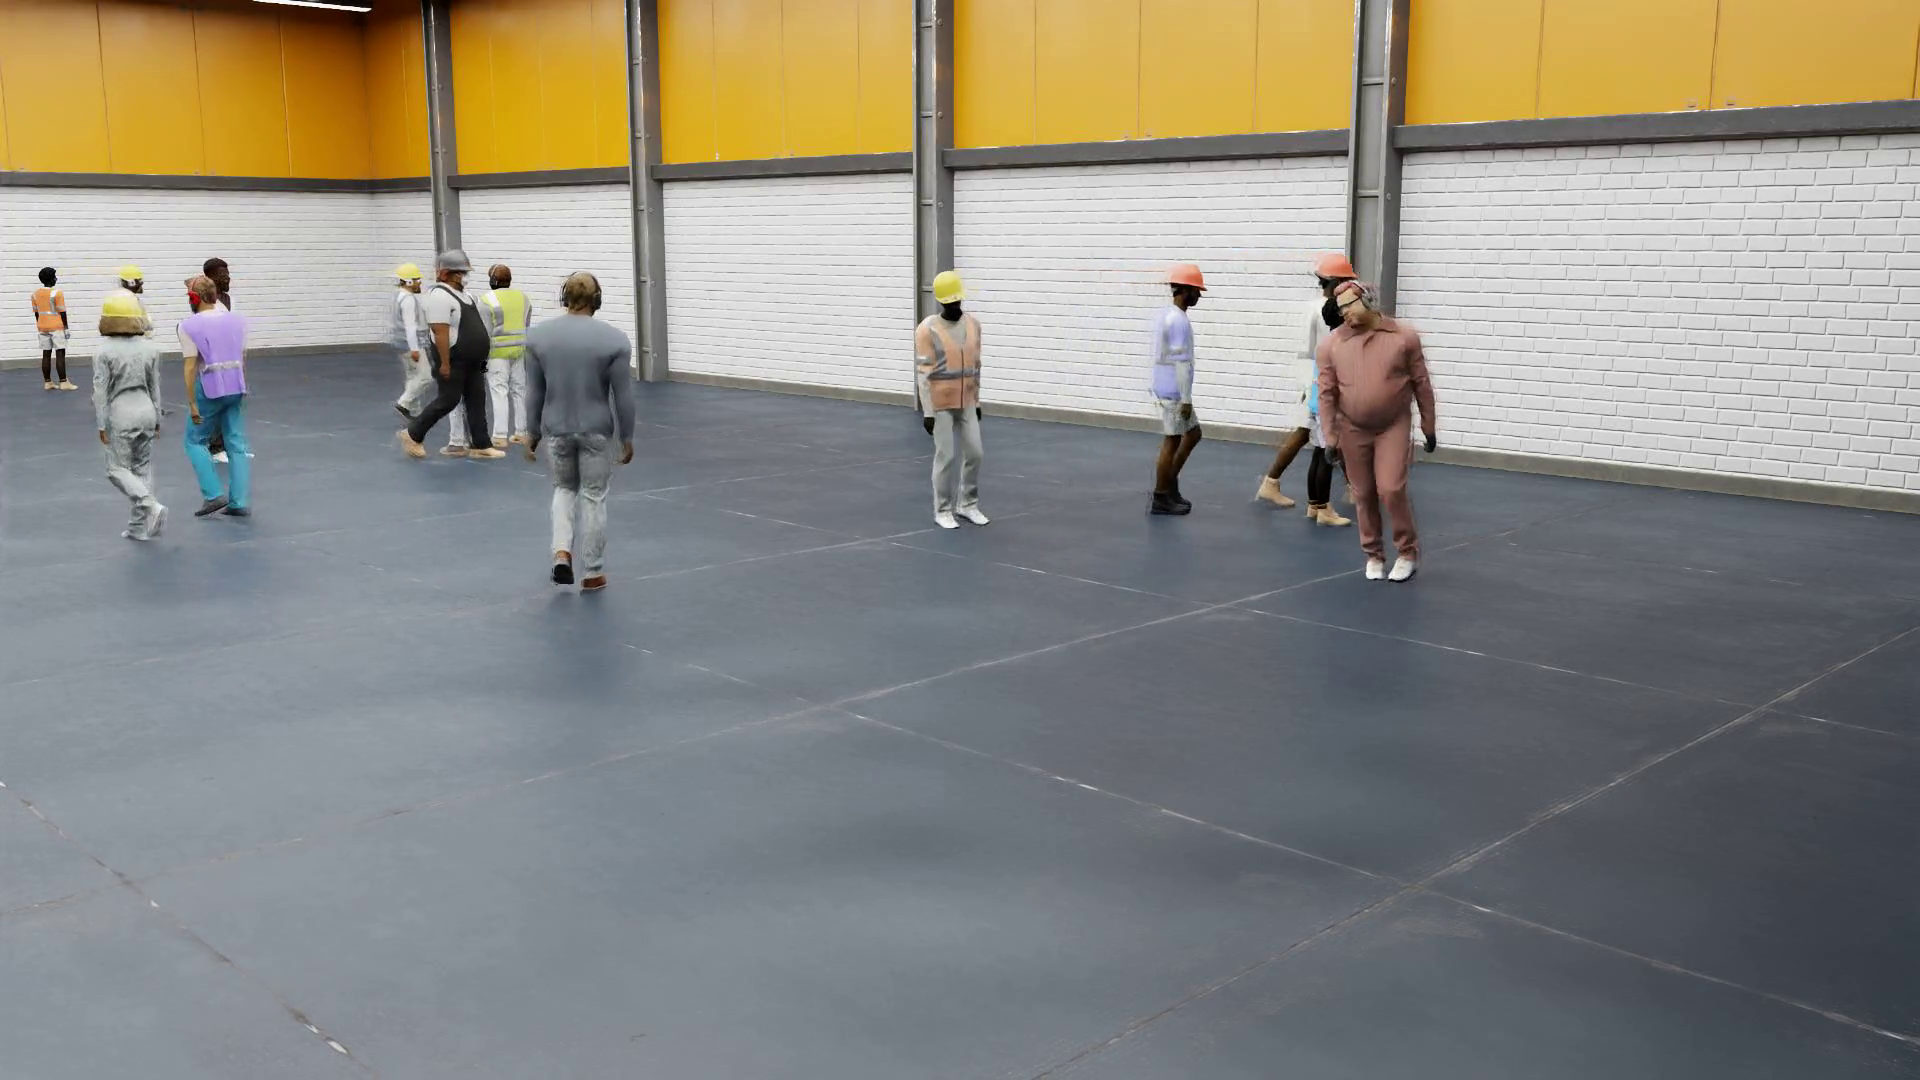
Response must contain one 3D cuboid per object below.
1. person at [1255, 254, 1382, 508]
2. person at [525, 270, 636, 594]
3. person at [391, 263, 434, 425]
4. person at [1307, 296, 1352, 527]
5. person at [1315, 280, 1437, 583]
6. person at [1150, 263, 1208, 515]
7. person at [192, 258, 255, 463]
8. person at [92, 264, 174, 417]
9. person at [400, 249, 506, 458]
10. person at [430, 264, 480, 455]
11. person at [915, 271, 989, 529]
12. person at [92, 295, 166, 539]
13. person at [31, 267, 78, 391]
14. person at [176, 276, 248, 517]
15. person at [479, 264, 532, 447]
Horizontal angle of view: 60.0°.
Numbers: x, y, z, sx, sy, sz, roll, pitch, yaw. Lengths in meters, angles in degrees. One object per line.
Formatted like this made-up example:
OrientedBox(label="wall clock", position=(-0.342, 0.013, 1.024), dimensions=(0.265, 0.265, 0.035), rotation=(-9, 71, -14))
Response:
OrientedBox(label="person", position=(2.823, -1.225, 12.973), dimensions=(1.056, 1.996, 0.621), rotation=(2, 10, 8))
OrientedBox(label="person", position=(-2.248, -0.634, 9.919), dimensions=(0.663, 1.923, 0.445), rotation=(1, 10, 4))
OrientedBox(label="person", position=(-6.146, -2.190, 18.670), dimensions=(0.414, 1.822, 0.615), rotation=(-5, 12, -26))
OrientedBox(label="person", position=(2.738, -0.952, 12.275), dimensions=(0.321, 1.696, 0.537), rotation=(0, 10, 0))
OrientedBox(label="person", position=(2.537, -0.652, 10.223), dimensions=(0.738, 1.860, 0.540), rotation=(4, 11, 23))
OrientedBox(label="person", position=(1.674, -1.133, 12.664), dimensions=(0.495, 1.913, 0.578), rotation=(0, 10, -1))
OrientedBox(label="person", position=(-6.983, -1.691, 15.695), dimensions=(0.392, 1.922, 0.593), rotation=(0, 10, 2))
OrientedBox(label="person", position=(-9.623, -2.282, 19.226), dimensions=(0.789, 1.809, 0.589), rotation=(-6, 12, -29))
OrientedBox(label="person", position=(-4.861, -1.769, 15.788), dimensions=(0.873, 2.000, 0.688), rotation=(1, 10, 5))
OrientedBox(label="person", position=(-4.900, -1.762, 16.188), dimensions=(0.358, 1.882, 0.574), rotation=(7, 13, 34))
OrientedBox(label="person", position=(-0.062, -0.993, 11.993), dimensions=(0.639, 1.877, 0.511), rotation=(-8, 13, -38))
OrientedBox(label="person", position=(-5.717, -0.827, 11.516), dimensions=(0.583, 1.729, 0.488), rotation=(6, 12, 30))
OrientedBox(label="person", position=(-12.454, -2.888, 22.835), dimensions=(0.533, 1.697, 0.318), rotation=(3, 11, 16))
OrientedBox(label="person", position=(-5.629, -1.072, 12.583), dimensions=(0.473, 1.828, 0.589), rotation=(6, 12, 30))
OrientedBox(label="person", position=(-4.632, -1.868, 16.870), dimensions=(0.429, 1.846, 0.626), rotation=(7, 13, 34))
